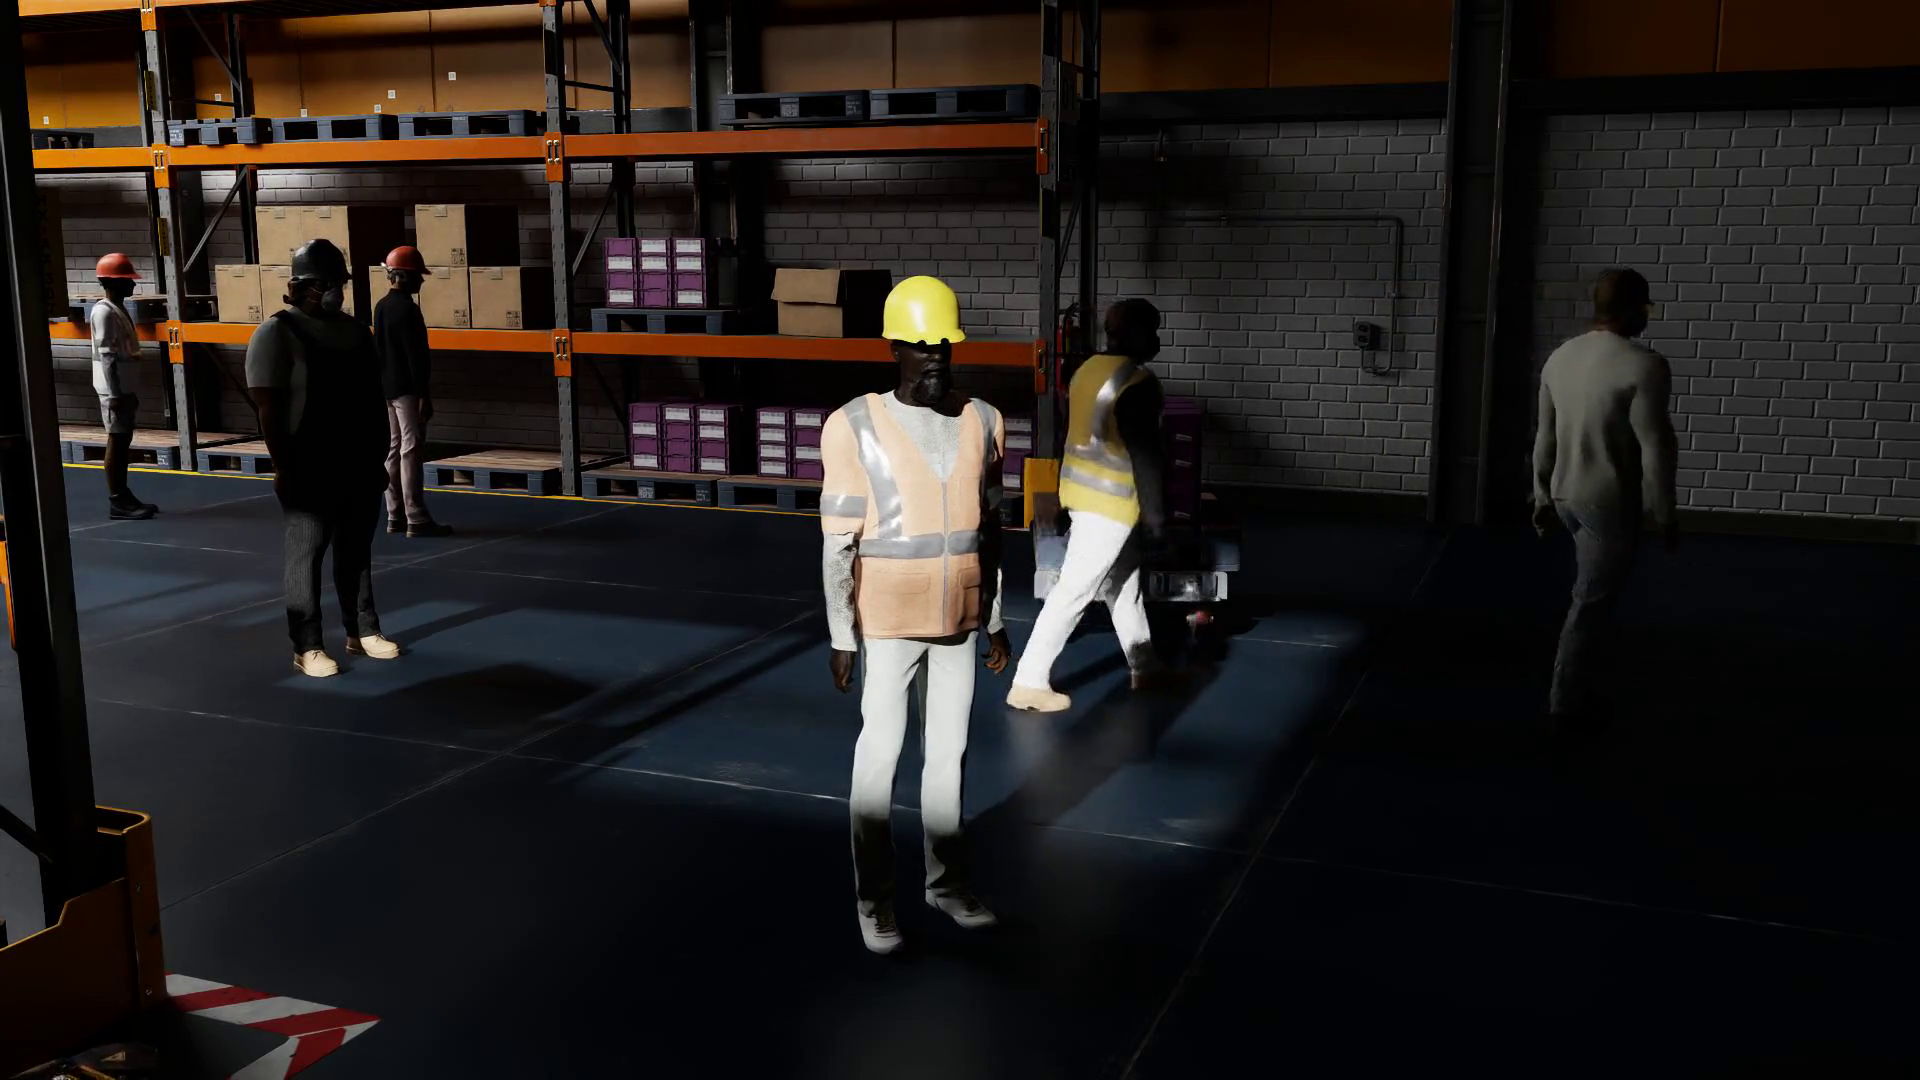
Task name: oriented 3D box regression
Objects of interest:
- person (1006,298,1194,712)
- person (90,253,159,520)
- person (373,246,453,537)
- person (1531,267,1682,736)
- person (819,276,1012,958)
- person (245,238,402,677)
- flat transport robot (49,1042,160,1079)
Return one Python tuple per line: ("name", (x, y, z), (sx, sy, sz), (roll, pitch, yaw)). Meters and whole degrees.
("person", (0.608, -0.149, 7.216), (0.941, 1.794, 0.631), (-3, 11, -16))
("person", (-6.125, -1.119, 12.176), (0.375, 1.939, 0.546), (-3, 11, -14))
("person", (-3.806, -1.017, 11.468), (0.392, 1.989, 0.610), (-9, 13, -41))
("person", (2.675, -0.142, 6.805), (0.609, 1.919, 0.635), (-3, 11, -15))
("person", (-0.109, 0.216, 4.774), (0.594, 1.926, 0.366), (-6, 12, -31))
("person", (-2.946, -0.396, 7.868), (0.538, 2.000, 0.684), (5, 11, 27))
("flat transport robot", (-2.000, 1.353, 3.054), (0.652, 0.197, 1.431), (6, 12, 30))
